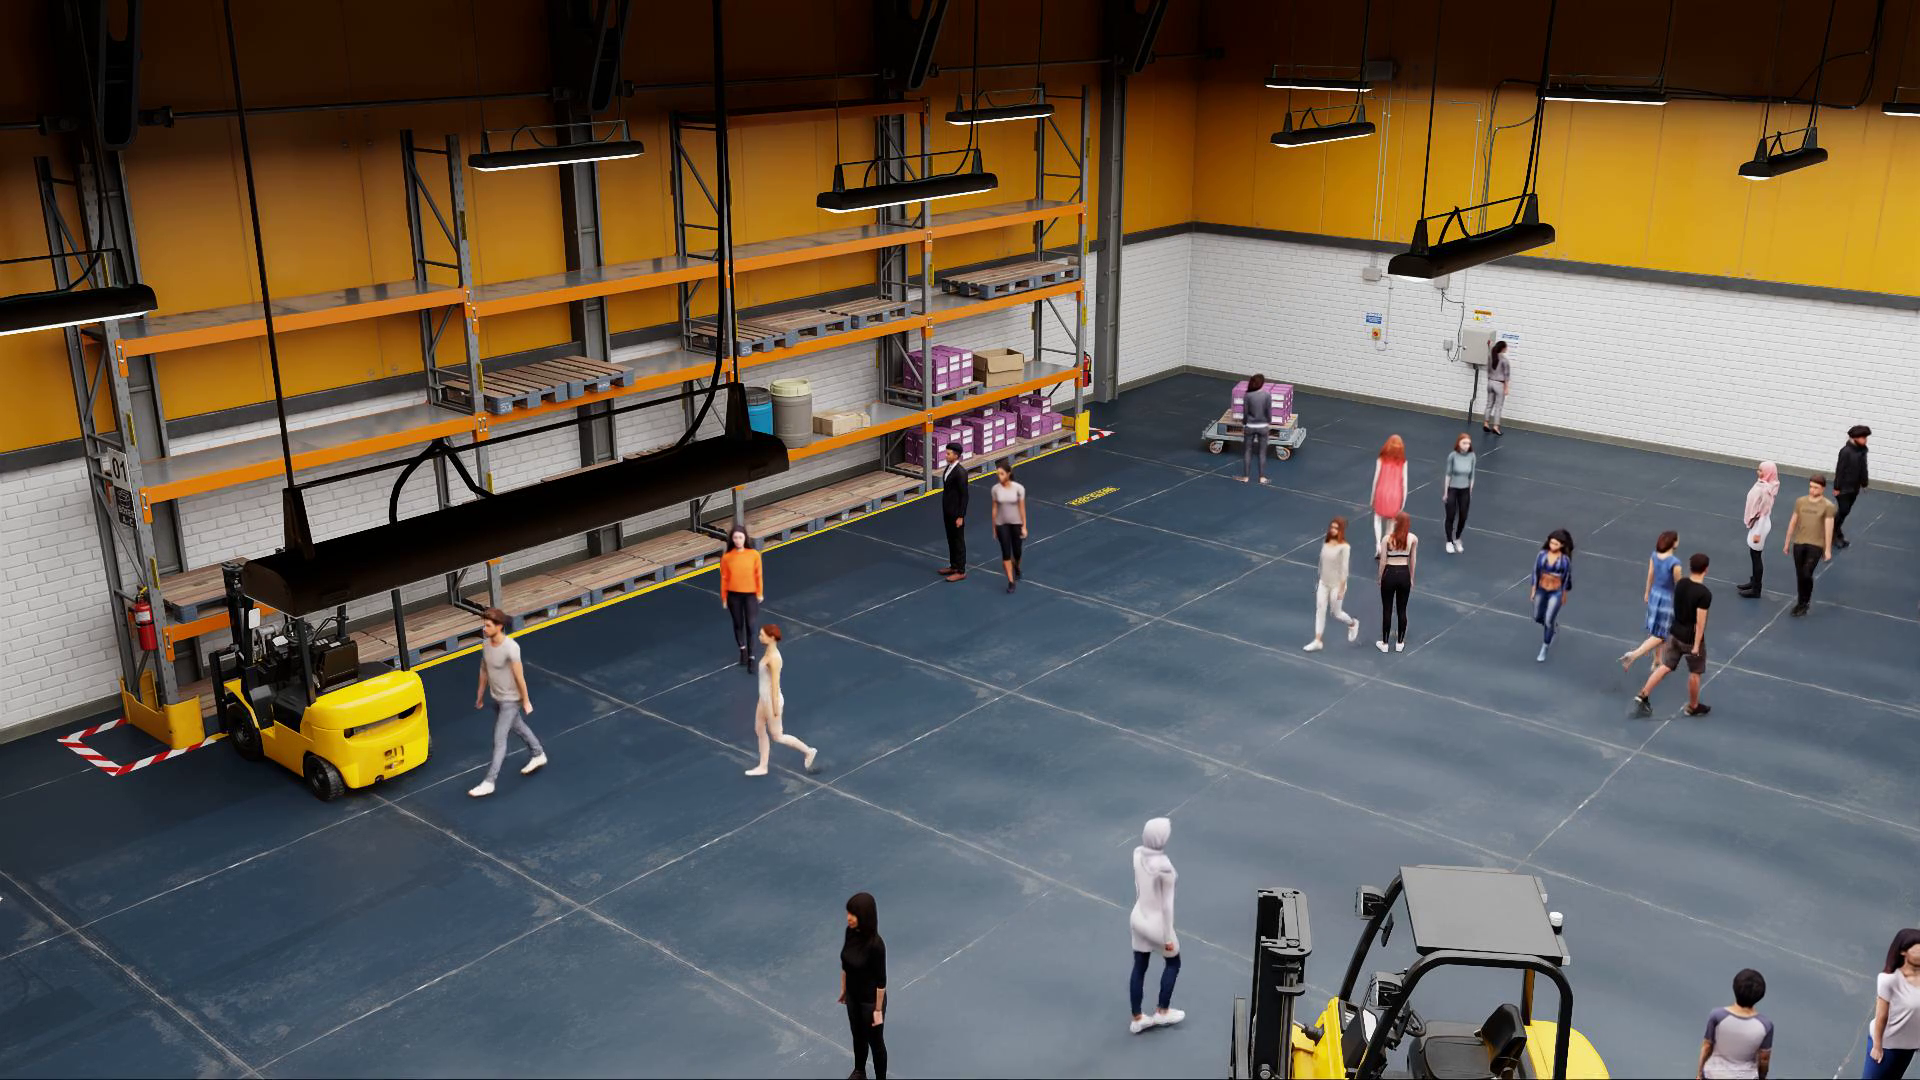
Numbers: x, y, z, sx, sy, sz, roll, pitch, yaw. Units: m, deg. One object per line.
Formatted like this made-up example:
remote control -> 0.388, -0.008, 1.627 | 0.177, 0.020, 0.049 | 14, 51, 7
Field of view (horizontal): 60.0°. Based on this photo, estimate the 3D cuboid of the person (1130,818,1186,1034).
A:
person -> 1.378, 2.917, 12.456 | 0.761, 1.767, 0.718 | -12, 22, -32

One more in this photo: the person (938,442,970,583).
person -> -0.058, -0.398, 22.116 | 0.736, 1.884, 0.773 | -8, 20, -21

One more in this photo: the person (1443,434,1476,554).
person -> 6.891, -0.665, 23.153 | 0.704, 1.729, 0.750 | 1, 19, 2

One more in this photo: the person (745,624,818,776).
person -> -1.802, 1.606, 16.574 | 1.014, 1.623, 0.863 | -5, 19, -15

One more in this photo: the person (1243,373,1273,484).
person -> 4.711, -1.785, 26.416 | 0.693, 1.767, 0.697 | 3, 19, 9

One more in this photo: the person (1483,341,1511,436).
person -> 9.418, -2.678, 29.209 | 0.692, 1.677, 0.697 | -10, 21, -28

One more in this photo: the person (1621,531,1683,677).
person -> 7.870, 0.778, 18.777 | 1.118, 1.786, 0.997 | -5, 19, -16

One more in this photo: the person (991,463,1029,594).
person -> 0.655, -0.190, 21.744 | 0.836, 1.727, 0.916 | 2, 19, 7

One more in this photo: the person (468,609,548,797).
person -> -4.404, 1.546, 16.403 | 0.671, 1.845, 1.189 | 15, 24, 37

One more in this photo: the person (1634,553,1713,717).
person -> 7.734, 1.047, 17.910 | 1.217, 1.829, 0.989 | -7, 20, -20

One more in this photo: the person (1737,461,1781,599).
person -> 10.344, -0.148, 21.503 | 0.753, 1.800, 0.623 | 7, 20, 19

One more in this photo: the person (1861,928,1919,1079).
person -> 6.280, 3.379, 11.211 | 0.599, 1.685, 0.733 | -9, 21, -24

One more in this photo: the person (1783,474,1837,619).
person -> 10.685, 0.061, 20.817 | 0.752, 1.843, 0.776 | -12, 22, -31

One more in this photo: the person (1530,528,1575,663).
person -> 6.948, 0.621, 19.531 | 0.601, 1.602, 0.808 | 15, 24, 37

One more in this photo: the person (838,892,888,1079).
person -> -0.664, 3.220, 11.751 | 0.582, 1.642, 0.509 | 17, 25, 41

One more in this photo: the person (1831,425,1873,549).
person -> 12.457, -0.790, 23.466 | 0.680, 1.765, 0.799 | -8, 20, -22

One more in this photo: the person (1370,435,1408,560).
person -> 5.806, -0.512, 22.568 | 0.756, 1.811, 0.819 | 5, 19, 14

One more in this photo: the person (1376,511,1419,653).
person -> 5.174, 0.487, 19.712 | 0.670, 1.740, 0.711 | 0, 19, 1

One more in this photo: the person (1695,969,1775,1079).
person -> 5.050, 3.554, 10.906 | 0.658, 1.549, 0.674 | 8, 20, 21

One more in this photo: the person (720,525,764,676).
person -> -2.520, 0.641, 19.276 | 0.949, 1.726, 1.013 | -1, 19, -4

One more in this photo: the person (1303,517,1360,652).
person -> 4.477, 0.515, 19.709 | 1.030, 1.690, 0.782 | -11, 21, -29
